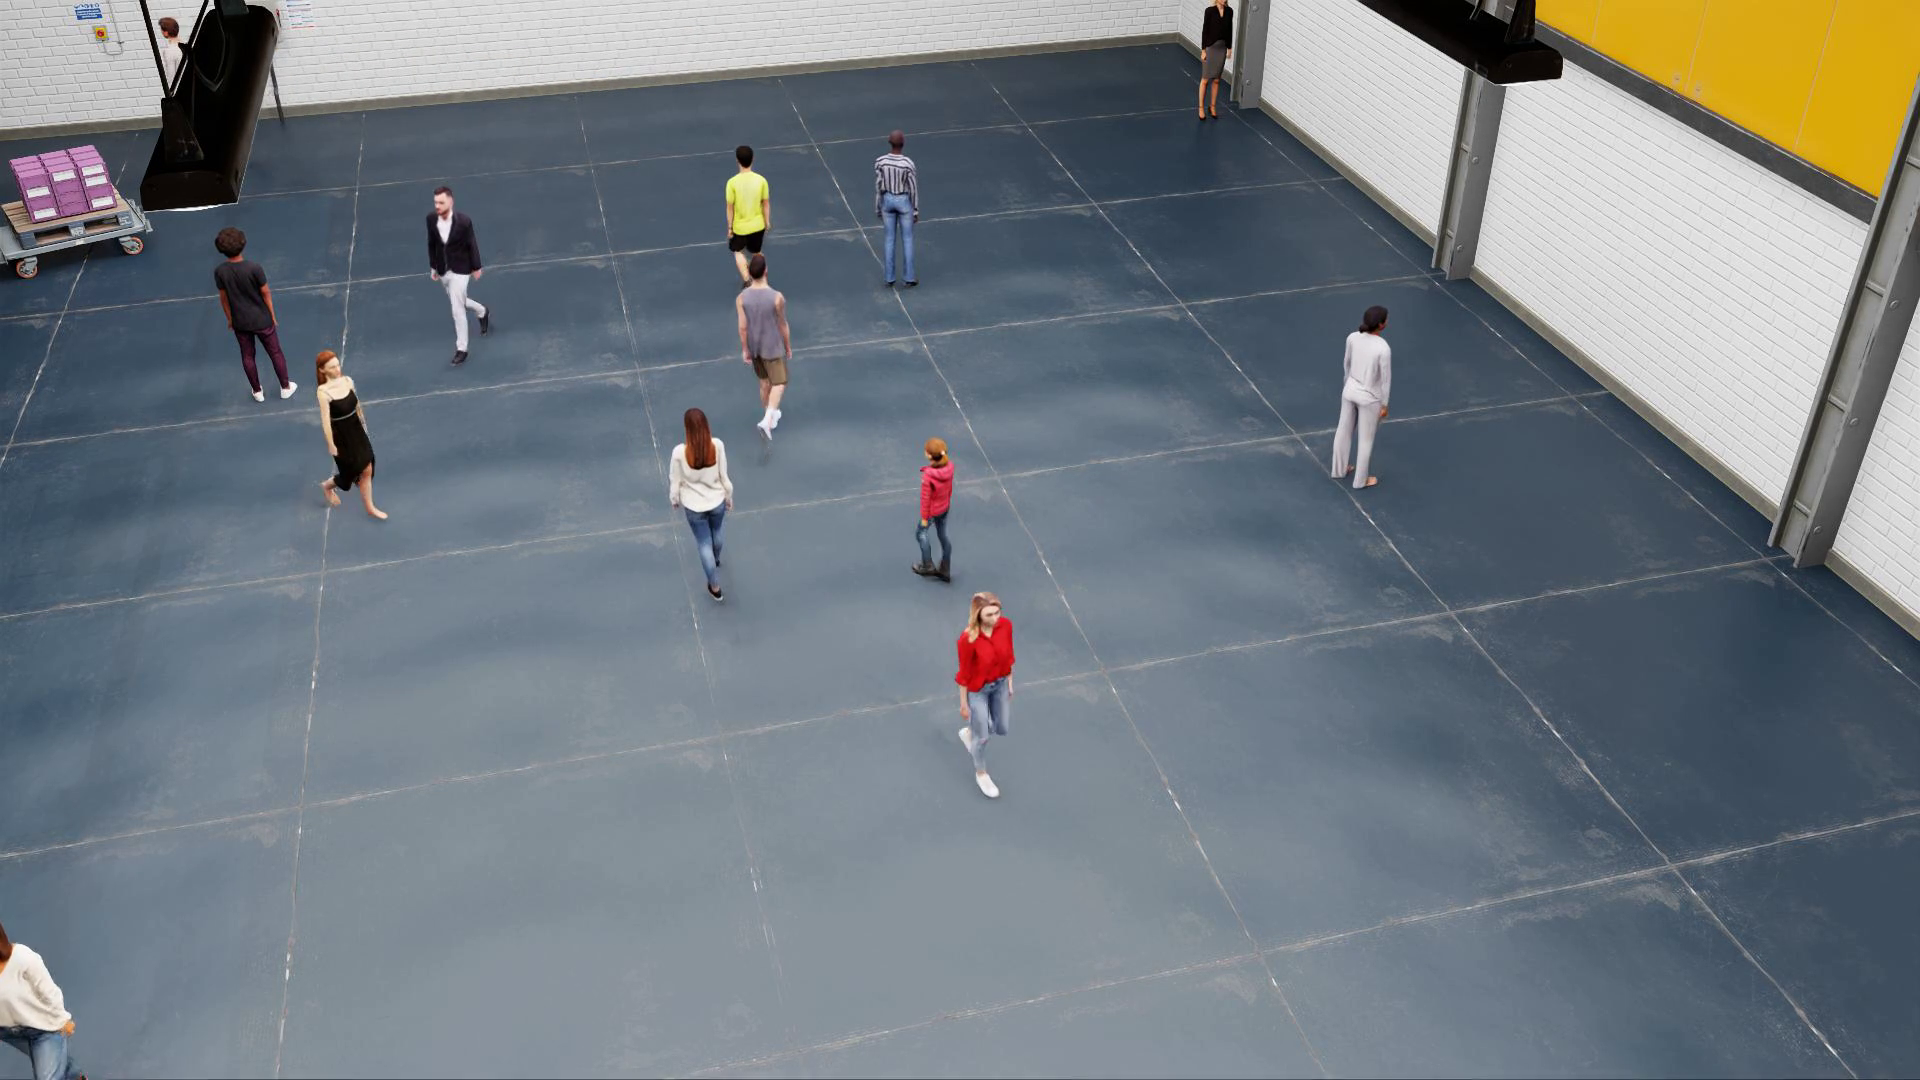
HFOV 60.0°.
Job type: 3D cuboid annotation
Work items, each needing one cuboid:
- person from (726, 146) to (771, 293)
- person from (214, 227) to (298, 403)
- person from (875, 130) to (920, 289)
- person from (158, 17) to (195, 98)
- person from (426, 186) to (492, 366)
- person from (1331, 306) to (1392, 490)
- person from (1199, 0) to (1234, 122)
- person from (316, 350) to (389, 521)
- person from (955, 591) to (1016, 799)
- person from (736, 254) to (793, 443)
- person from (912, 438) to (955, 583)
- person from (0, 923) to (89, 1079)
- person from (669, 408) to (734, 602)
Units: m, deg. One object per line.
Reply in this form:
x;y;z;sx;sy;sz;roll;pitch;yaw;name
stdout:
-2.293;-3.412;18.148;0.661;1.654;0.673;-11;35;-16;person
-6.912;-2.191;16.195;0.617;1.784;0.545;-8;34;-11;person
-0.687;-3.644;18.371;0.715;1.794;0.707;7;34;10;person
-9.895;-5.796;21.523;0.859;1.889;0.770;12;36;18;person
-5.133;-2.789;17.069;1.047;1.812;1.250;9;35;14;person
3.605;-1.292;14.884;0.772;1.736;0.627;-25;41;-33;person
3.506;-6.712;22.946;0.607;1.840;0.540;-10;35;-14;person
-5.380;-0.915;14.431;0.922;1.611;0.879;15;37;22;person
0.130;0.999;11.475;0.765;1.694;0.850;-21;39;-29;person
-1.823;-1.766;15.532;0.913;1.834;1.110;6;34;9;person
-0.152;-0.220;13.660;0.646;1.308;0.691;-28;43;-35;person
-5.061;2.586;9.120;0.817;1.660;0.991;2;34;3;person
-2.044;-0.256;13.391;0.683;1.664;0.953;-11;35;-16;person
